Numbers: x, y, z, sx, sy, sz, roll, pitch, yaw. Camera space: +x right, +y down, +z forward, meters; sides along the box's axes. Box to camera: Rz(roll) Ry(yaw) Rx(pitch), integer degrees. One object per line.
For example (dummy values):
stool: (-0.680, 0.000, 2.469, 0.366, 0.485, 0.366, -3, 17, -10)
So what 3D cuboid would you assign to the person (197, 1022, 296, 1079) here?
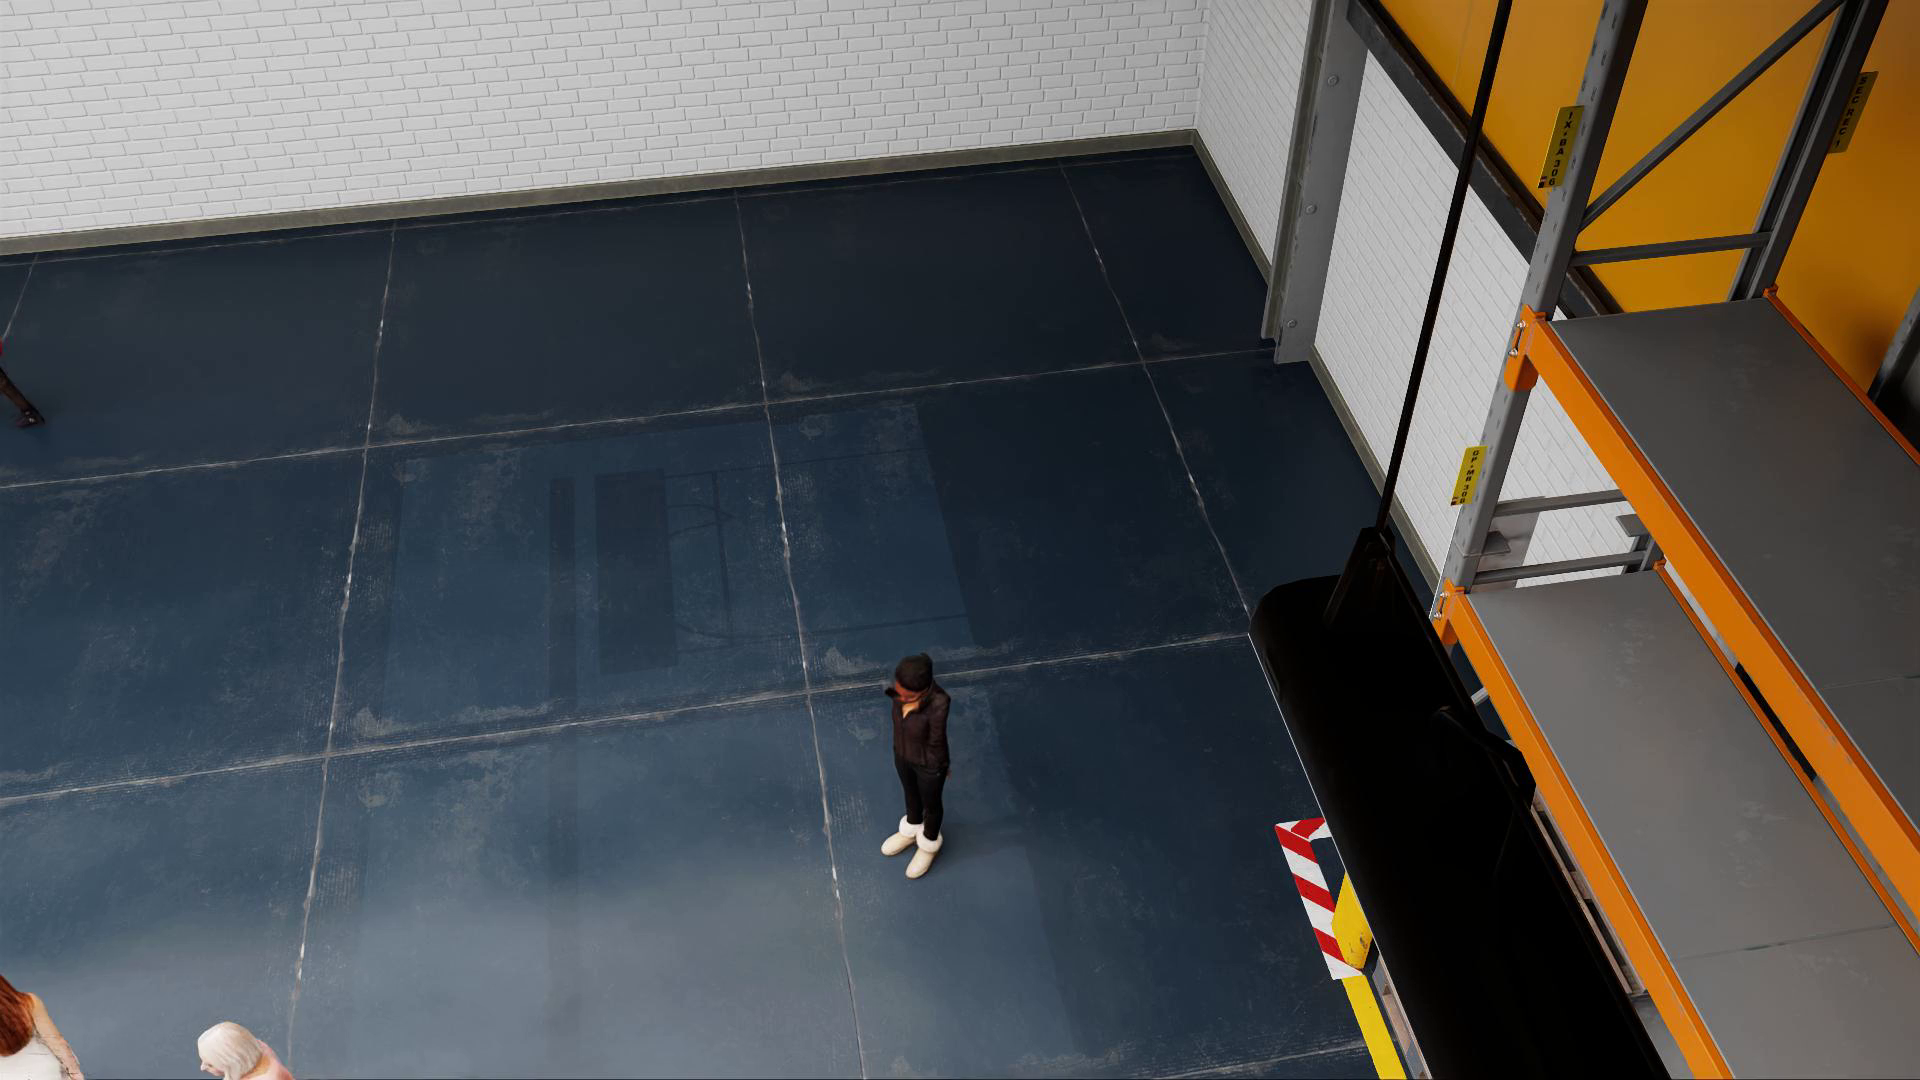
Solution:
person: (-3.058, 2.663, 7.711, 1.003, 1.696, 1.044, 27, 50, 26)

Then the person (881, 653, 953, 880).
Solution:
person: (-0.212, 1.192, 9.286, 0.695, 1.654, 0.758, 19, 47, 19)
